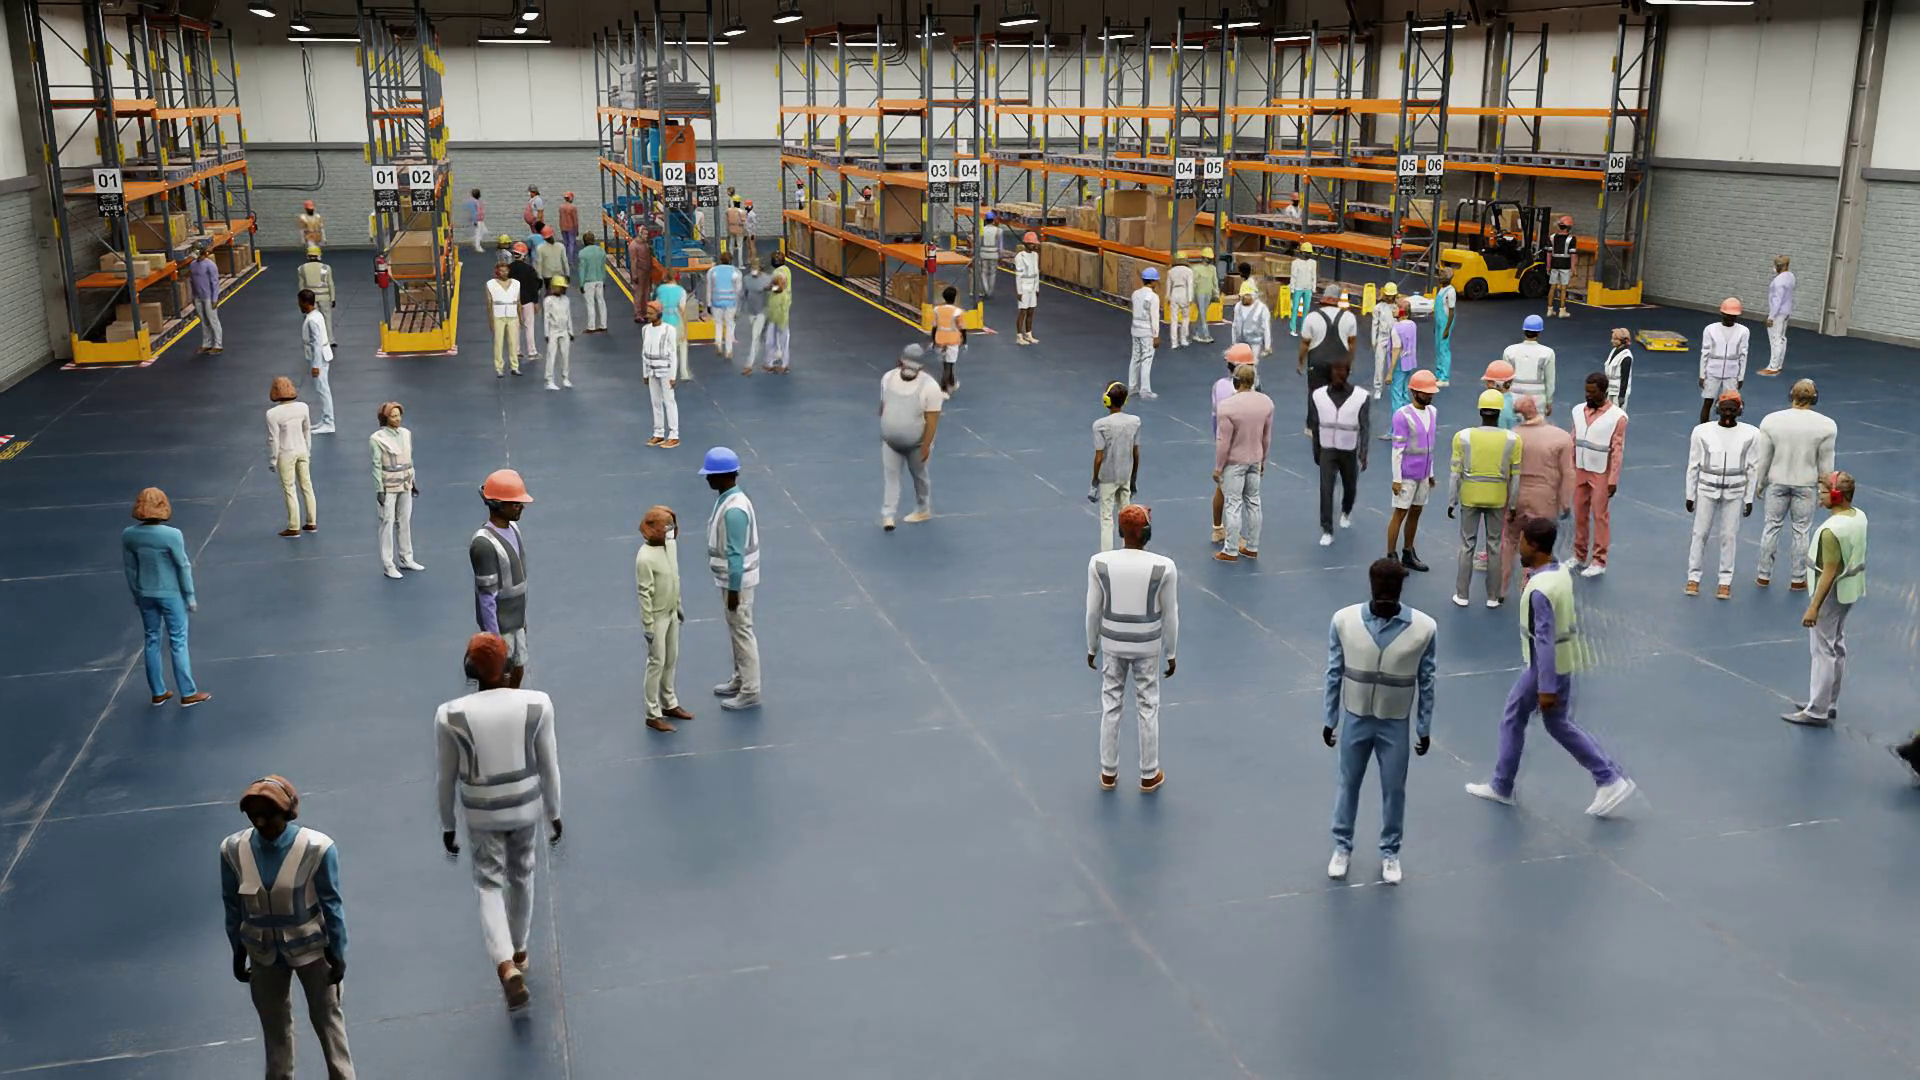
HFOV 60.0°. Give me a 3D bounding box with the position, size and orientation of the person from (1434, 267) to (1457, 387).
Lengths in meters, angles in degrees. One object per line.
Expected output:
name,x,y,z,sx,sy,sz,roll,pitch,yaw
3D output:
person,7.456,-3.295,25.708,0.334,1.846,0.513,-1,15,-3

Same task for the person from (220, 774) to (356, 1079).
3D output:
person,-2.858,1.762,7.099,0.513,1.631,0.318,0,15,1

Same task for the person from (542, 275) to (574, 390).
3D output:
person,-6.161,-3.194,25.533,0.309,1.743,0.498,12,19,37

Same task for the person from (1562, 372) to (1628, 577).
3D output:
person,5.921,-0.625,15.552,0.409,1.908,0.597,-8,17,-28

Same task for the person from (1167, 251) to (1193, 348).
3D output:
person,3.963,-4.321,29.824,0.519,1.689,0.773,8,17,27

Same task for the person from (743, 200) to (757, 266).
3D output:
person,-5.589,-8.150,44.156,0.326,1.751,0.559,-8,17,-27

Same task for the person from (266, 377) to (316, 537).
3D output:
person,-6.796,-0.844,16.894,0.286,1.633,0.499,8,17,27

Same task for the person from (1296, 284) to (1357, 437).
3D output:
person,4.792,-2.374,21.872,0.765,2.000,0.537,0,15,-1

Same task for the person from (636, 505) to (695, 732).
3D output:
person,-2.092,0.543,11.694,0.289,1.623,0.507,4,15,16

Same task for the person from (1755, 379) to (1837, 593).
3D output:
person,7.490,-0.489,14.973,0.631,1.940,0.372,9,17,29

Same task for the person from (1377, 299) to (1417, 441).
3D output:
person,5.719,-2.208,21.612,0.387,1.849,0.566,11,18,35

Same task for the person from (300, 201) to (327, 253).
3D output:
person,-16.144,-7.503,41.461,0.546,1.905,0.977,-13,20,-41

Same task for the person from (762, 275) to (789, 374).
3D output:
person,-2.954,-3.458,26.779,0.527,1.600,0.607,10,18,33

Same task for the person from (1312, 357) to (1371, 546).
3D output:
person,3.839,-0.939,16.773,0.606,1.886,0.869,6,16,20

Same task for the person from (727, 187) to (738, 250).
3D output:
person,-6.671,-9.475,48.985,0.348,1.839,0.503,1,15,2

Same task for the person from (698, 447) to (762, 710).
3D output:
person,-1.668,0.270,12.127,0.420,1.937,0.608,-4,15,-15

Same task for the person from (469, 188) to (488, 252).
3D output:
person,-13.960,-9.252,48.161,0.452,1.827,0.657,1,15,2

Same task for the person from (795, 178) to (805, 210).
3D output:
person,-4.953,-10.256,51.726,0.358,1.936,0.552,11,19,36

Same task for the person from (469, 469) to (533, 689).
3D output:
person,-2.964,0.534,10.946,0.404,2.035,0.606,1,15,5

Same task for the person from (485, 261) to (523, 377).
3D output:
person,-7.295,-3.540,26.636,0.570,1.840,0.372,-10,18,-33

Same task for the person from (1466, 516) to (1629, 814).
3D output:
person,3.705,0.791,10.296,0.893,1.877,0.639,10,18,33

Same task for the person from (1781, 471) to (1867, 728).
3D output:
person,6.150,0.422,11.739,0.389,1.838,0.563,14,20,43

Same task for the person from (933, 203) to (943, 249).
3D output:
person,-0.582,-9.229,48.326,0.535,1.708,0.493,4,15,15

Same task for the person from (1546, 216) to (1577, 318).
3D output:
person,12.252,-5.559,33.850,0.389,2.041,0.614,-13,20,-40

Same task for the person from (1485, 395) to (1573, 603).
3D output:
person,4.959,-0.317,14.479,0.691,1.880,0.438,10,18,34

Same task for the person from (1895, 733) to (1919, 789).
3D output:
person,6.395,0.717,10.486,0.497,1.906,0.574,10,18,33

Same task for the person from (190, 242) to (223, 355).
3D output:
person,-13.123,-4.194,28.913,0.627,1.940,0.372,8,17,27

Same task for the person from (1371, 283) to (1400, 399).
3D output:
person,6.338,-2.945,24.617,0.494,1.728,0.324,1,15,5

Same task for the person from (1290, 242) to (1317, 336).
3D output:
person,6.425,-4.684,31.111,0.528,1.760,0.342,-4,16,-16

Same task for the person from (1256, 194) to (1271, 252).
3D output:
person,8.805,-9.290,48.152,0.399,1.909,0.642,-4,15,-16

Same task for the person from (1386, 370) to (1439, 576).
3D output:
person,4.248,-0.628,15.497,0.550,1.935,0.375,-10,18,-34

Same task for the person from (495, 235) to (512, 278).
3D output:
person,-8.986,-5.170,32.963,0.493,1.743,0.310,11,18,36

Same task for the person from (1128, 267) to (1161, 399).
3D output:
person,2.768,-3.068,24.686,0.431,1.938,0.609,-8,17,-28

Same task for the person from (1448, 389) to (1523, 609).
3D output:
person,4.558,-0.355,14.494,0.592,1.923,0.381,4,15,14

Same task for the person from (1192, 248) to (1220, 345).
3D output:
person,4.486,-4.421,30.173,0.534,1.720,0.814,-10,18,-32

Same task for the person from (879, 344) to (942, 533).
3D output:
person,-0.556,-1.097,17.066,0.750,2.000,1.003,5,16,19

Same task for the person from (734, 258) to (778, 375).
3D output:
person,-3.285,-3.658,27.035,0.703,1.874,1.034,11,19,36

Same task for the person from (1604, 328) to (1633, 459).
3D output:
person,8.094,-1.796,20.488,0.312,1.633,0.517,1,15,2

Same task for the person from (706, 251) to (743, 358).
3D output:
person,-4.021,-4.057,28.628,0.644,1.821,0.559,0,15,-1

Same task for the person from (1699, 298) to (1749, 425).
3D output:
person,9.670,-2.110,21.097,0.544,1.930,0.388,4,15,16
